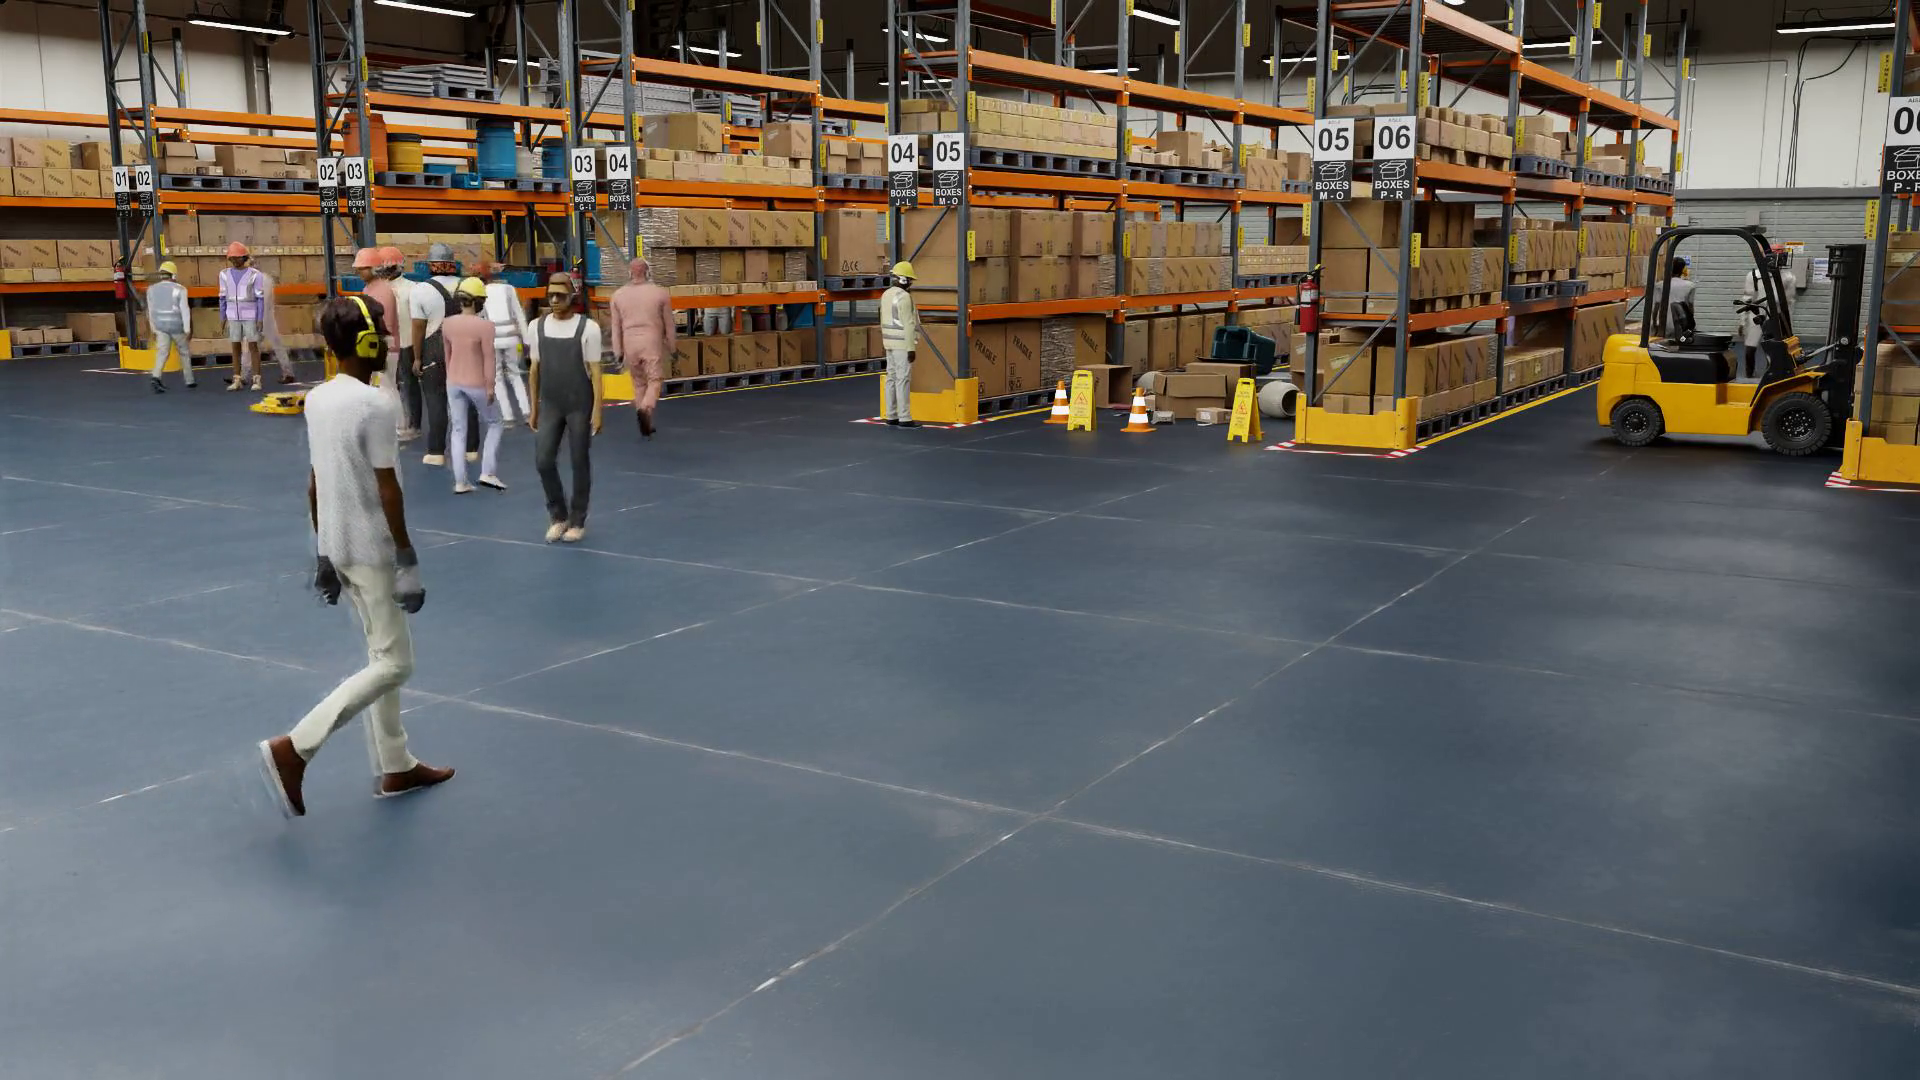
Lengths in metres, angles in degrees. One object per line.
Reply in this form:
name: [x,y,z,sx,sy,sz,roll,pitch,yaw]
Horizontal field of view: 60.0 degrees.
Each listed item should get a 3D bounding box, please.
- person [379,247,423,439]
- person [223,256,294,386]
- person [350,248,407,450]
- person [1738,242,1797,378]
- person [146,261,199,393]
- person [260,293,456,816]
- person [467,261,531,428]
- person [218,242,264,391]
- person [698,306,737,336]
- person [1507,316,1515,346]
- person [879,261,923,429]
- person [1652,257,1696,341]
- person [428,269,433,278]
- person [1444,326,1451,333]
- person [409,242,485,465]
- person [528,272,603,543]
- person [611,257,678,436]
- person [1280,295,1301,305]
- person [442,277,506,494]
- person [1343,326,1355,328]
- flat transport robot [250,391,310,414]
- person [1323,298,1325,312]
person: [-5.837,-2.034,17.236,0.609,1.986,0.391,4,11,19]
person: [-10.026,-3.125,23.772,0.656,1.843,1.033,7,12,36]
person: [-5.658,-1.833,16.121,0.528,1.972,0.635,-9,13,-41]
person: [10.476,-2.837,21.585,0.642,2.040,0.414,5,11,27]
person: [-10.787,-2.901,22.664,0.597,1.794,0.900,0,10,2]
person: [-2.148,0.062,5.876,0.529,1.853,0.705,10,14,43]
person: [-5.049,-2.125,18.168,0.674,1.833,0.354,-7,12,-32]
person: [-9.836,-3.052,22.783,0.608,2.042,0.375,-1,10,-3]
person: [-3.682,-3.436,25.265,0.625,1.931,0.375,0,10,1]
person: [9.272,-3.839,27.592,0.669,1.898,0.509,4,11,20]
person: [-0.640,-2.121,18.183,0.403,1.823,0.588,-6,12,-29]
person: [9.358,-2.777,21.810,0.504,1.836,0.850,5,11,25]
person: [-7.340,-3.021,23.599,0.546,1.682,0.524,6,12,29]
person: [9.302,-4.556,32.431,0.595,1.609,0.654,-4,11,-23]
person: [-4.746,-1.717,15.308,0.689,2.000,0.539,-9,13,-40]
person: [-2.656,-0.869,11.147,0.535,1.828,0.533,1,10,4]
person: [-3.318,-2.010,17.393,0.657,1.885,0.757,1,10,8]
person: [6.669,-4.668,33.086,0.845,1.592,0.512,-7,13,-36]
person: [-3.955,-1.245,13.494,0.540,1.752,0.492,3,11,18]
person: [5.492,-2.995,22.754,0.550,1.935,0.376,7,12,33]
flat transport robot: [-7.788,-1.702,20.179,0.652,0.197,1.431,6,12,32]
person: [7.207,-4.895,33.546,0.619,1.906,0.414,9,14,42]
